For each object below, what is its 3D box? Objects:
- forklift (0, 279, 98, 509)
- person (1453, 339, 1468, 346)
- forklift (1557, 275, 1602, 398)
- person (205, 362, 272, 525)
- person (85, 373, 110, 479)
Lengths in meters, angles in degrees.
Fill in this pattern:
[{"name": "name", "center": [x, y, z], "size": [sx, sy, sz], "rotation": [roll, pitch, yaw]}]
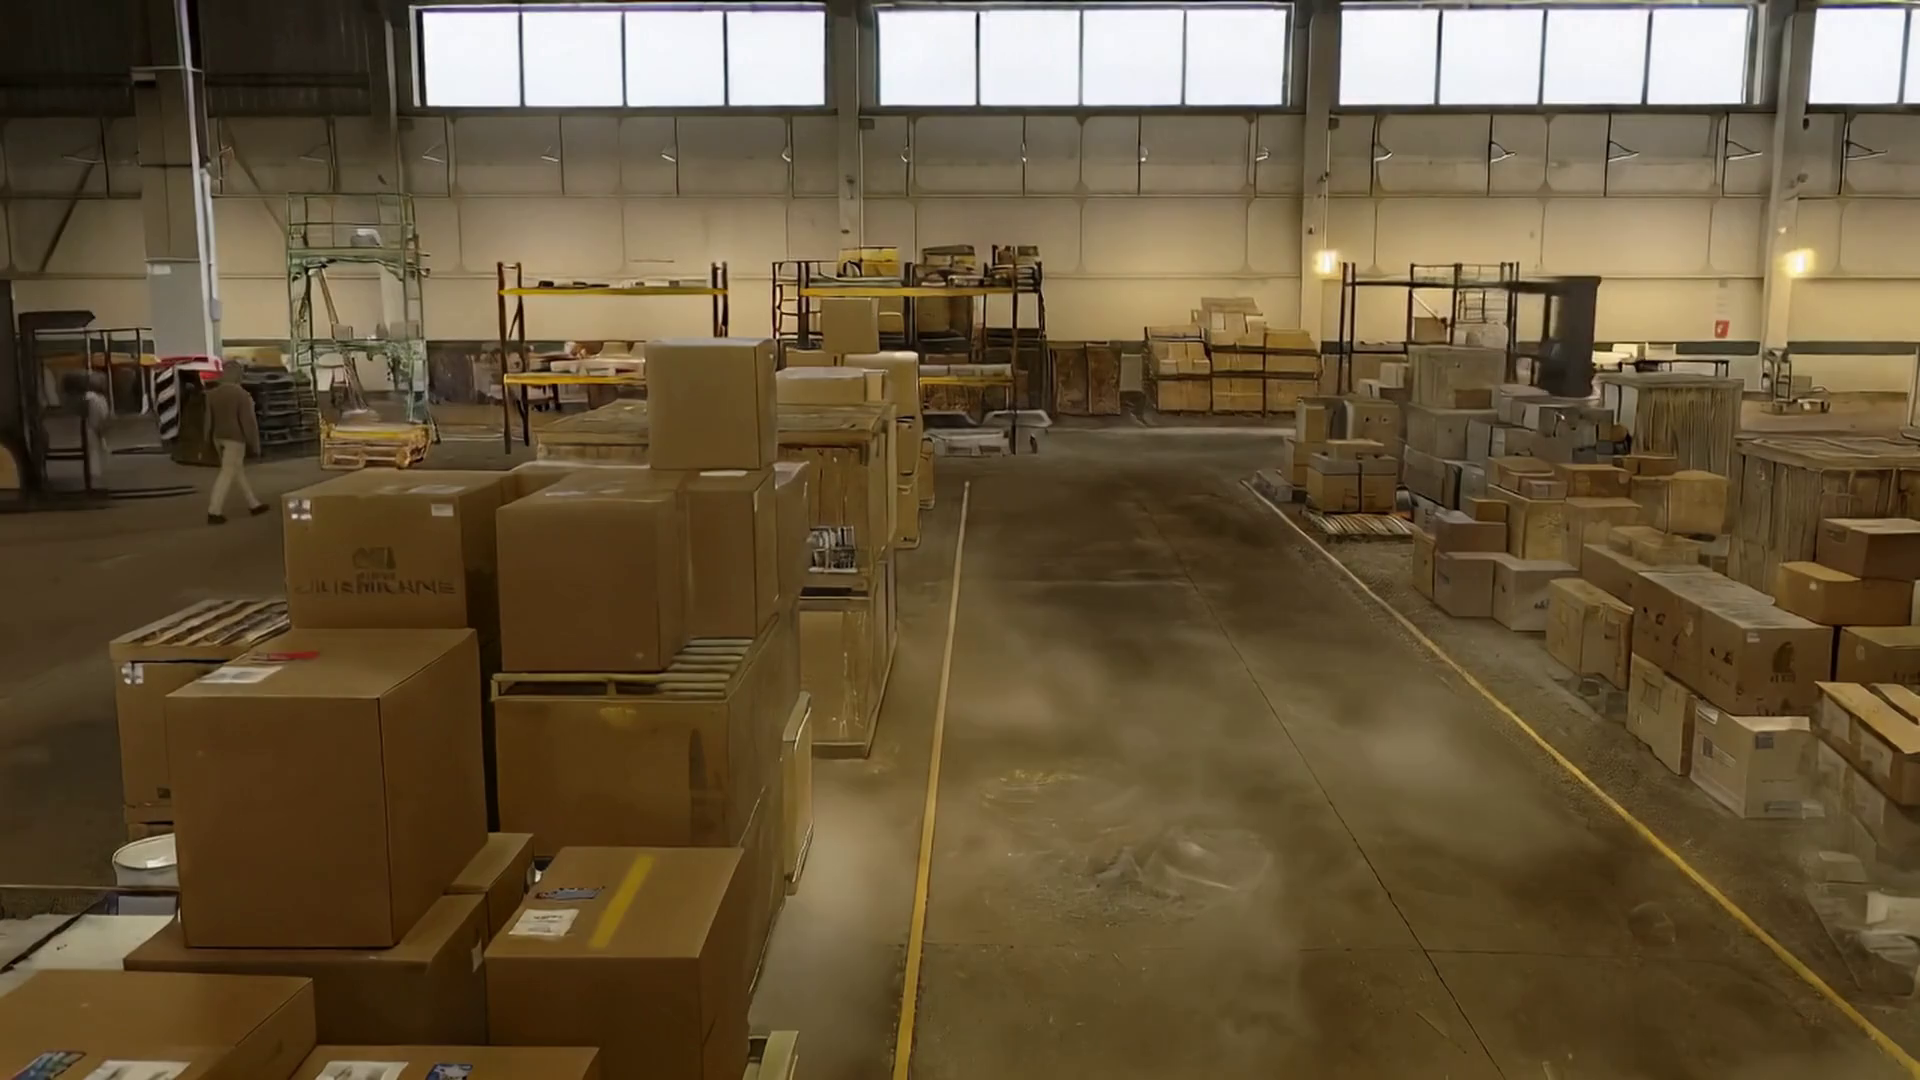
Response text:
[{"name": "forklift", "center": [-11.693, -1.782, 20.308], "size": [1.873, 2.768, 1.129], "rotation": [-5, 11, -26]}, {"name": "person", "center": [7.870, -2.170, 25.741], "size": [0.902, 1.863, 0.649], "rotation": [4, 10, 23]}, {"name": "forklift", "center": [9.788, -2.808, 26.454], "size": [1.873, 2.768, 1.129], "rotation": [0, 9, 1]}, {"name": "person", "center": [-8.509, -1.139, 19.472], "size": [0.640, 1.877, 1.041], "rotation": [4, 10, 22]}, {"name": "person", "center": [-11.261, -1.389, 21.754], "size": [0.326, 1.612, 0.625], "rotation": [-3, 10, -17]}]
